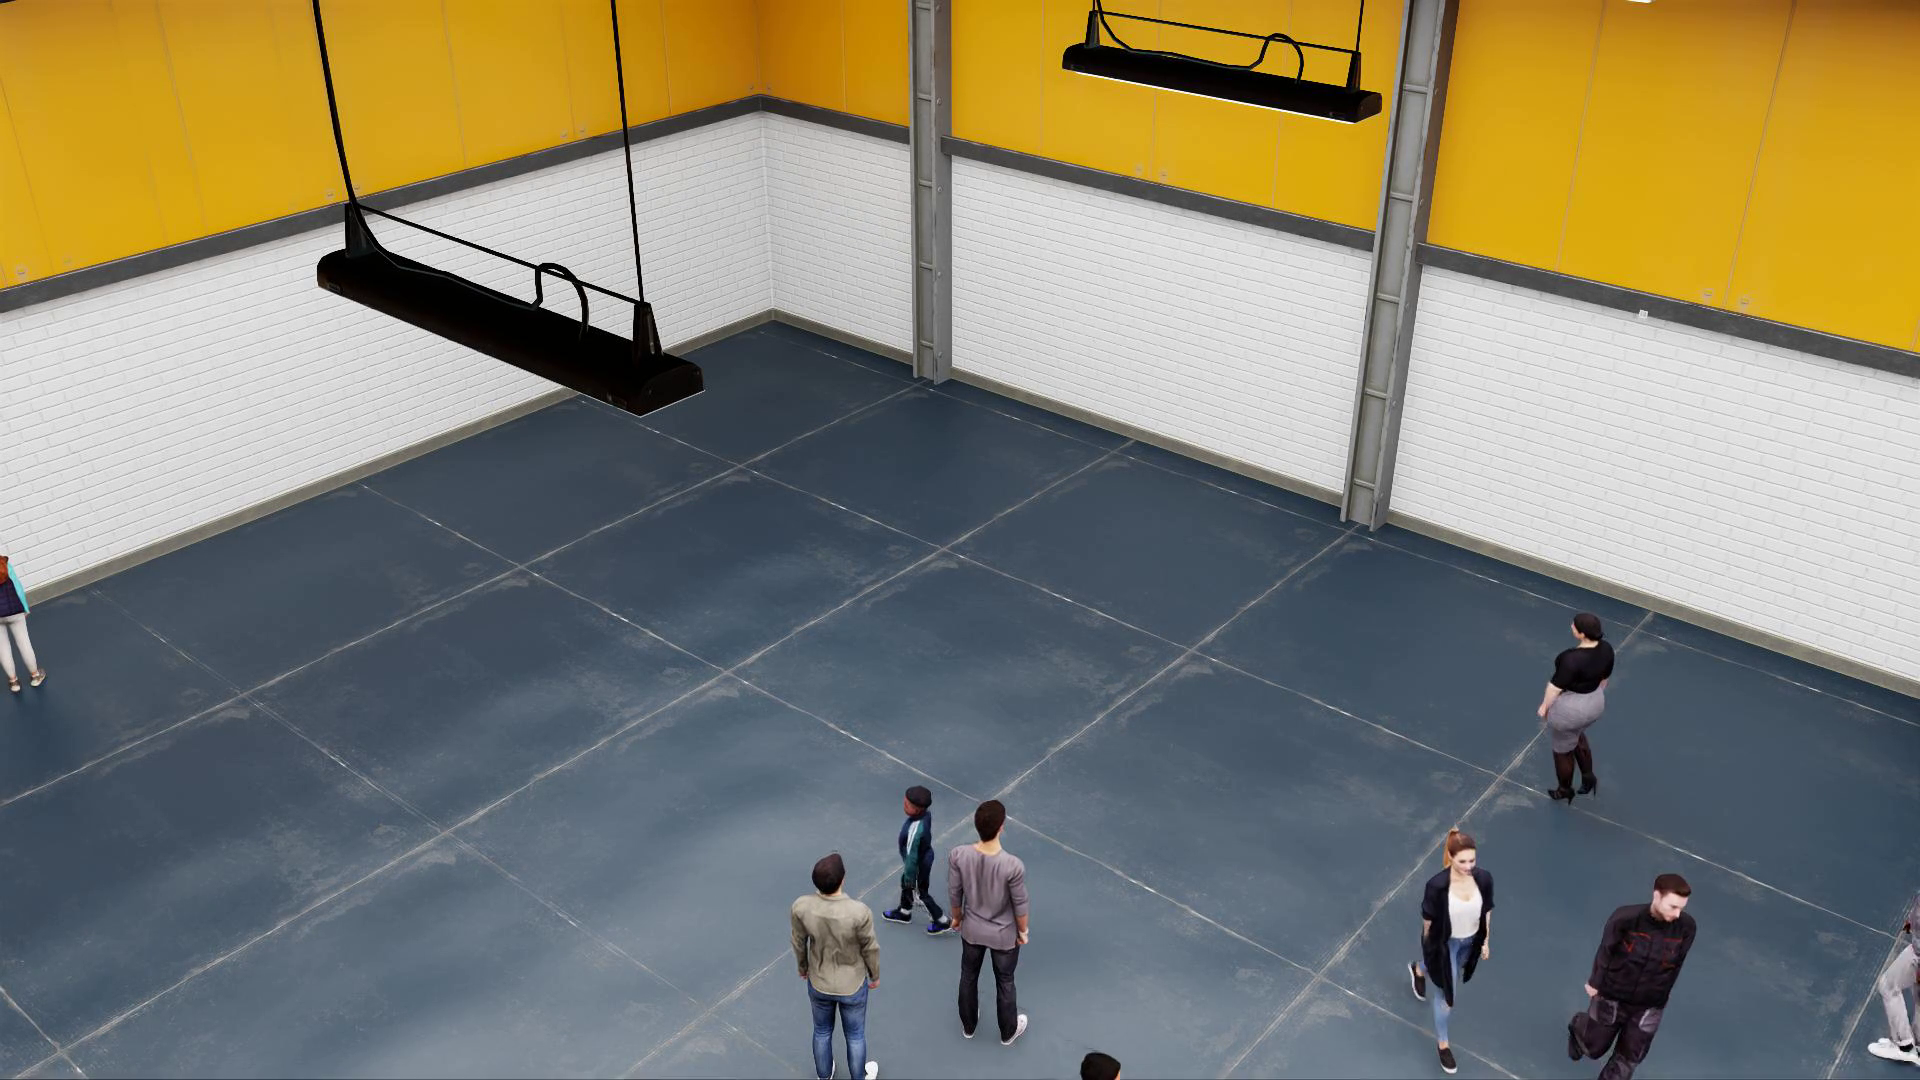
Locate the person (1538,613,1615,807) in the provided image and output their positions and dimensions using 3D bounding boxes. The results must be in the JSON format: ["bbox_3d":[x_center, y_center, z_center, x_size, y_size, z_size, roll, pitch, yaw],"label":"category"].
[{"bbox_3d":[4.819,1.364,12.831,0.762,1.738,0.805,-14,32,-24],"label":"person"}]

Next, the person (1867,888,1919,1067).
[{"bbox_3d":[6.220,2.618,10.455,0.735,1.811,0.700,-22,36,-35],"label":"person"}]

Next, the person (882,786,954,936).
[{"bbox_3d":[-0.256,2.265,11.693,0.865,1.245,0.725,5,29,10],"label":"person"}]

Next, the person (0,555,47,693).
[{"bbox_3d":[-8.323,0.620,14.443,0.673,1.500,0.708,-11,31,-20],"label":"person"}]

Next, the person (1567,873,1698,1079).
[{"bbox_3d":[4.075,2.730,10.172,1.062,1.886,1.064,5,29,9],"label":"person"}]

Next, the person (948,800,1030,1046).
[{"bbox_3d":[0.189,2.470,10.687,0.620,1.850,0.802,9,30,16],"label":"person"}]

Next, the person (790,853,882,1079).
[{"bbox_3d":[-0.763,2.701,10.245,0.730,1.866,0.852,4,29,8],"label":"person"}]

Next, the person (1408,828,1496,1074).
[{"bbox_3d":[3.154,2.536,10.768,1.057,1.655,1.174,-6,29,-10],"label":"person"}]
